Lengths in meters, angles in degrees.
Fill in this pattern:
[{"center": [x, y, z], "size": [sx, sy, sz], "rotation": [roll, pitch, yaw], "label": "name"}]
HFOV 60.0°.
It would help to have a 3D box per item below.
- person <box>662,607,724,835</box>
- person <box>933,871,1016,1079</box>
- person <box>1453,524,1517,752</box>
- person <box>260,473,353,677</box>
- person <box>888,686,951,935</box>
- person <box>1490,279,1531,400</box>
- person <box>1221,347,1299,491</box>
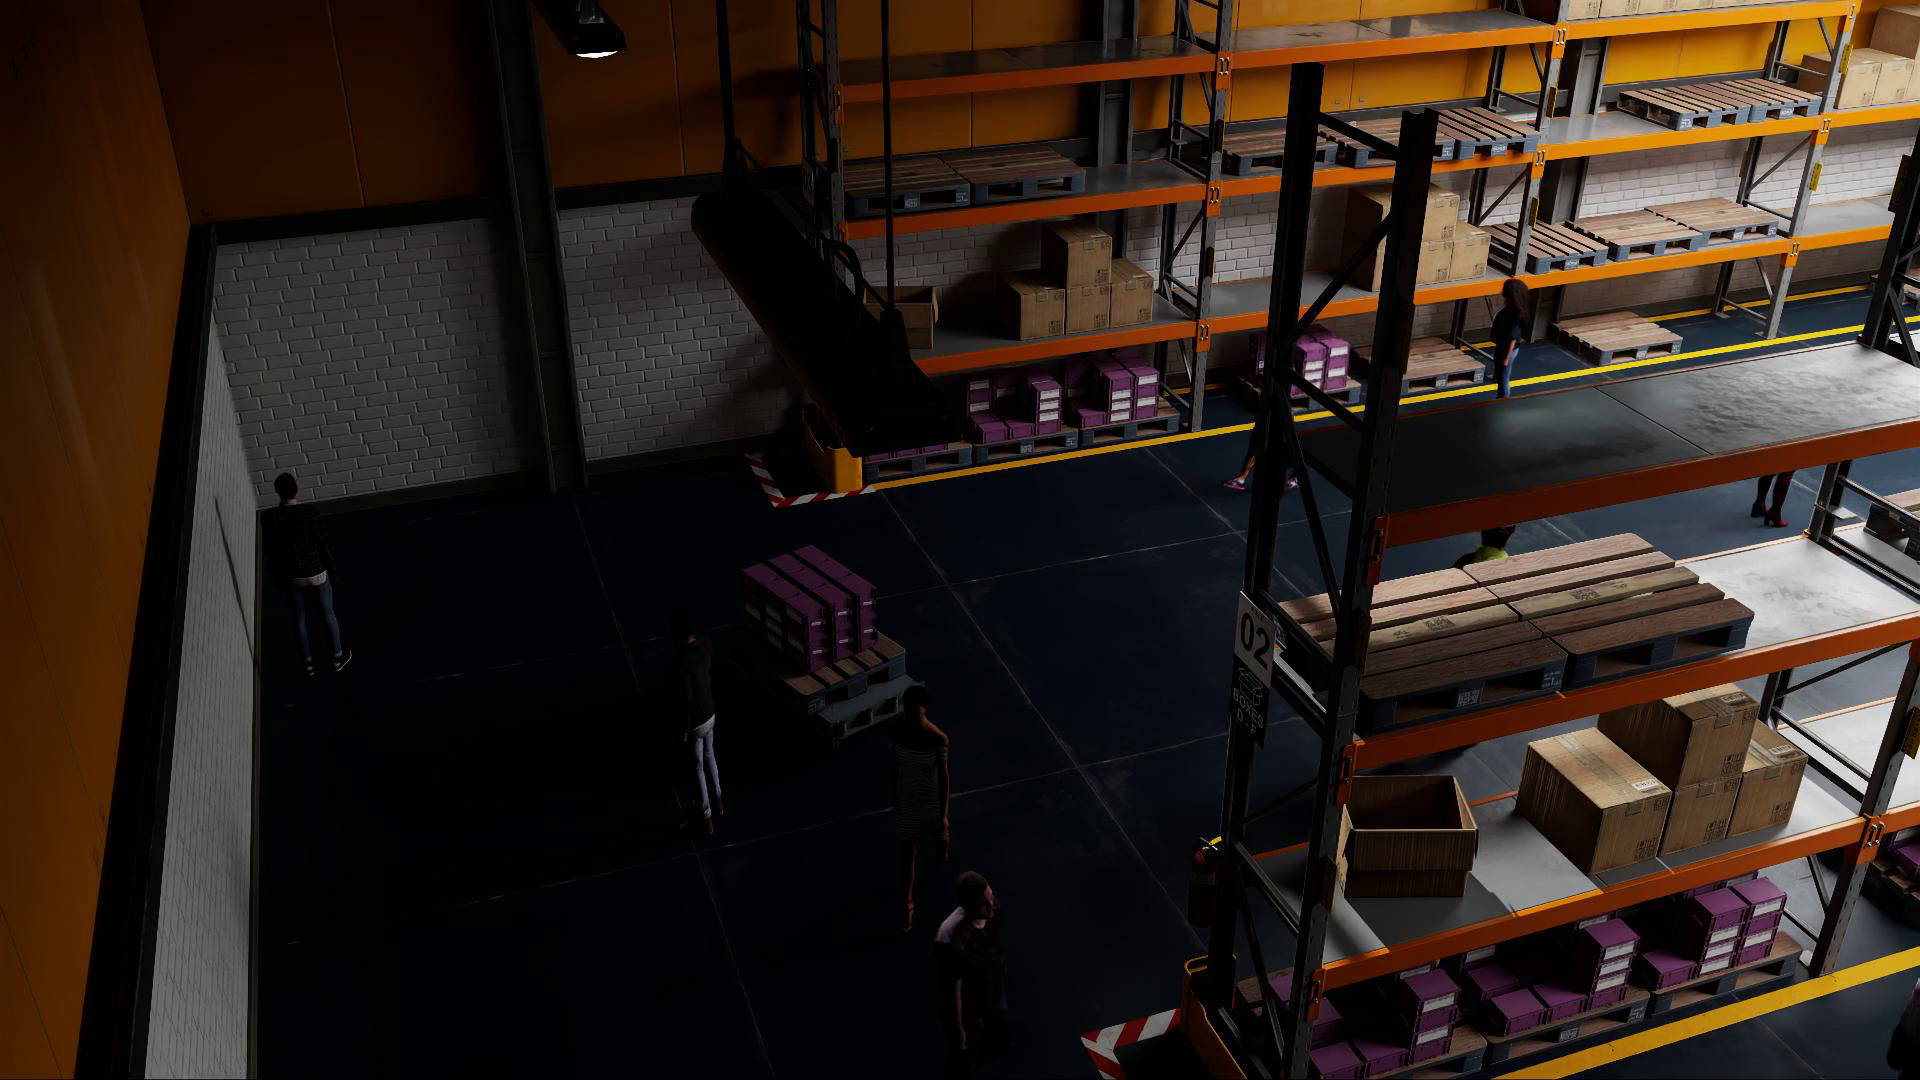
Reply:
[{"center": [-1.894, 1.282, 11.879], "size": [0.746, 1.836, 0.734], "rotation": [7, 29, 13], "label": "person"}, {"center": [-0.009, 2.600, 9.463], "size": [0.914, 1.834, 0.825], "rotation": [20, 35, 32], "label": "person"}, {"center": [3.898, 0.765, 12.683], "size": [0.867, 1.972, 0.867], "rotation": [-19, 34, -31], "label": "person"}, {"center": [-5.424, 0.280, 13.730], "size": [0.511, 1.821, 0.749], "rotation": [-7, 29, -12], "label": "person"}, {"center": [-0.211, 1.713, 11.143], "size": [1.089, 1.784, 1.046], "rotation": [7, 29, 12], "label": "person"}, {"center": [6.026, -2.105, 18.317], "size": [0.745, 1.615, 0.705], "rotation": [7, 29, 12], "label": "person"}, {"center": [3.264, -1.230, 16.642], "size": [1.115, 1.683, 0.605], "rotation": [-8, 30, -15], "label": "person"}]
